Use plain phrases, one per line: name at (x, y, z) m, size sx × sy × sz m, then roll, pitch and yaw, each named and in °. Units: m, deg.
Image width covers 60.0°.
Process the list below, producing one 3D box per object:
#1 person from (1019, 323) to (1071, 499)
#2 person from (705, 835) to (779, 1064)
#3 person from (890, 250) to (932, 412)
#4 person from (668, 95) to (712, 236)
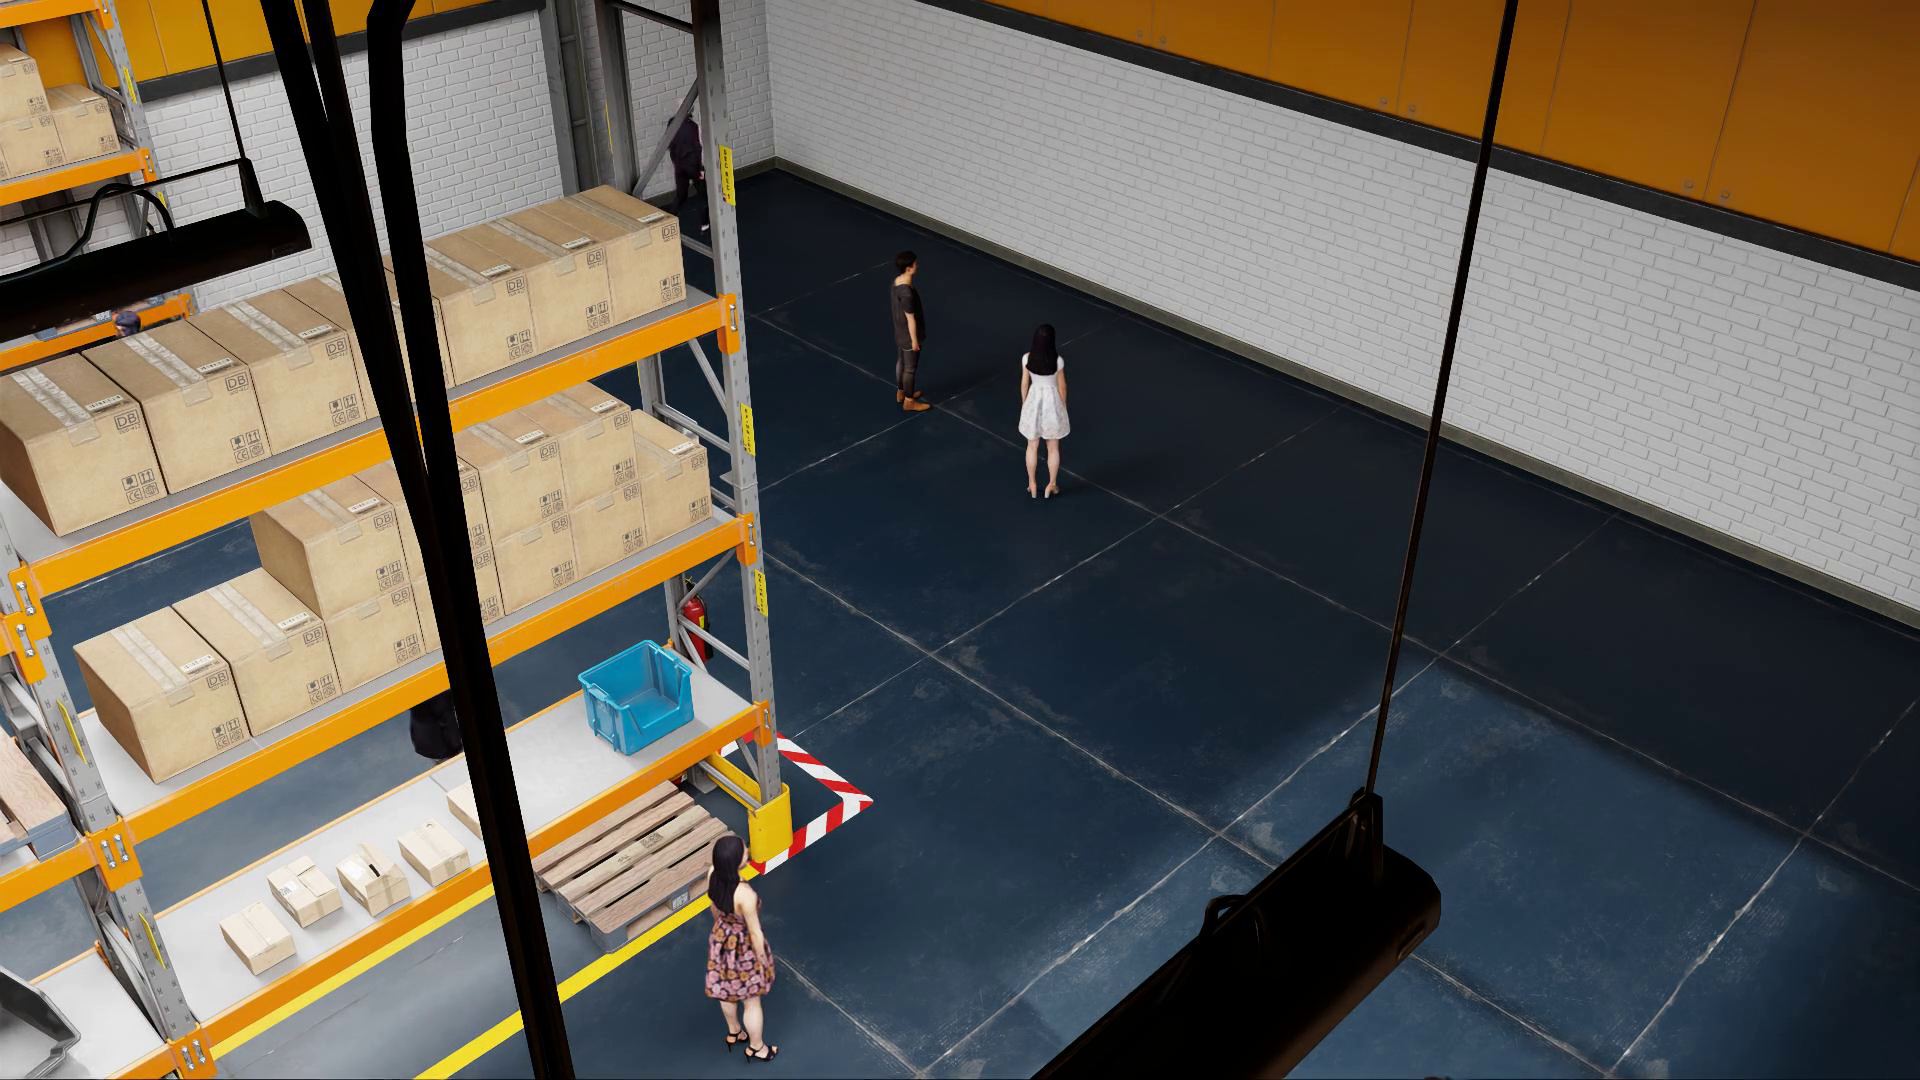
person at (0.774, -1.192, 15.398) m, size 0.770 × 1.774 × 0.805 m, roll 7°, pitch 34°, yaw 11°
person at (-1.309, 2.441, 9.933) m, size 0.642 × 1.773 × 0.643 m, roll -29°, pitch 43°, yaw -36°
person at (-0.534, -2.130, 16.859) m, size 0.706 × 1.719 × 0.705 m, roll -10°, pitch 35°, yaw -15°
person at (-3.367, -4.498, 20.339) m, size 0.934 × 1.810 × 1.212 m, roll 15°, pitch 36°, yaw 21°
